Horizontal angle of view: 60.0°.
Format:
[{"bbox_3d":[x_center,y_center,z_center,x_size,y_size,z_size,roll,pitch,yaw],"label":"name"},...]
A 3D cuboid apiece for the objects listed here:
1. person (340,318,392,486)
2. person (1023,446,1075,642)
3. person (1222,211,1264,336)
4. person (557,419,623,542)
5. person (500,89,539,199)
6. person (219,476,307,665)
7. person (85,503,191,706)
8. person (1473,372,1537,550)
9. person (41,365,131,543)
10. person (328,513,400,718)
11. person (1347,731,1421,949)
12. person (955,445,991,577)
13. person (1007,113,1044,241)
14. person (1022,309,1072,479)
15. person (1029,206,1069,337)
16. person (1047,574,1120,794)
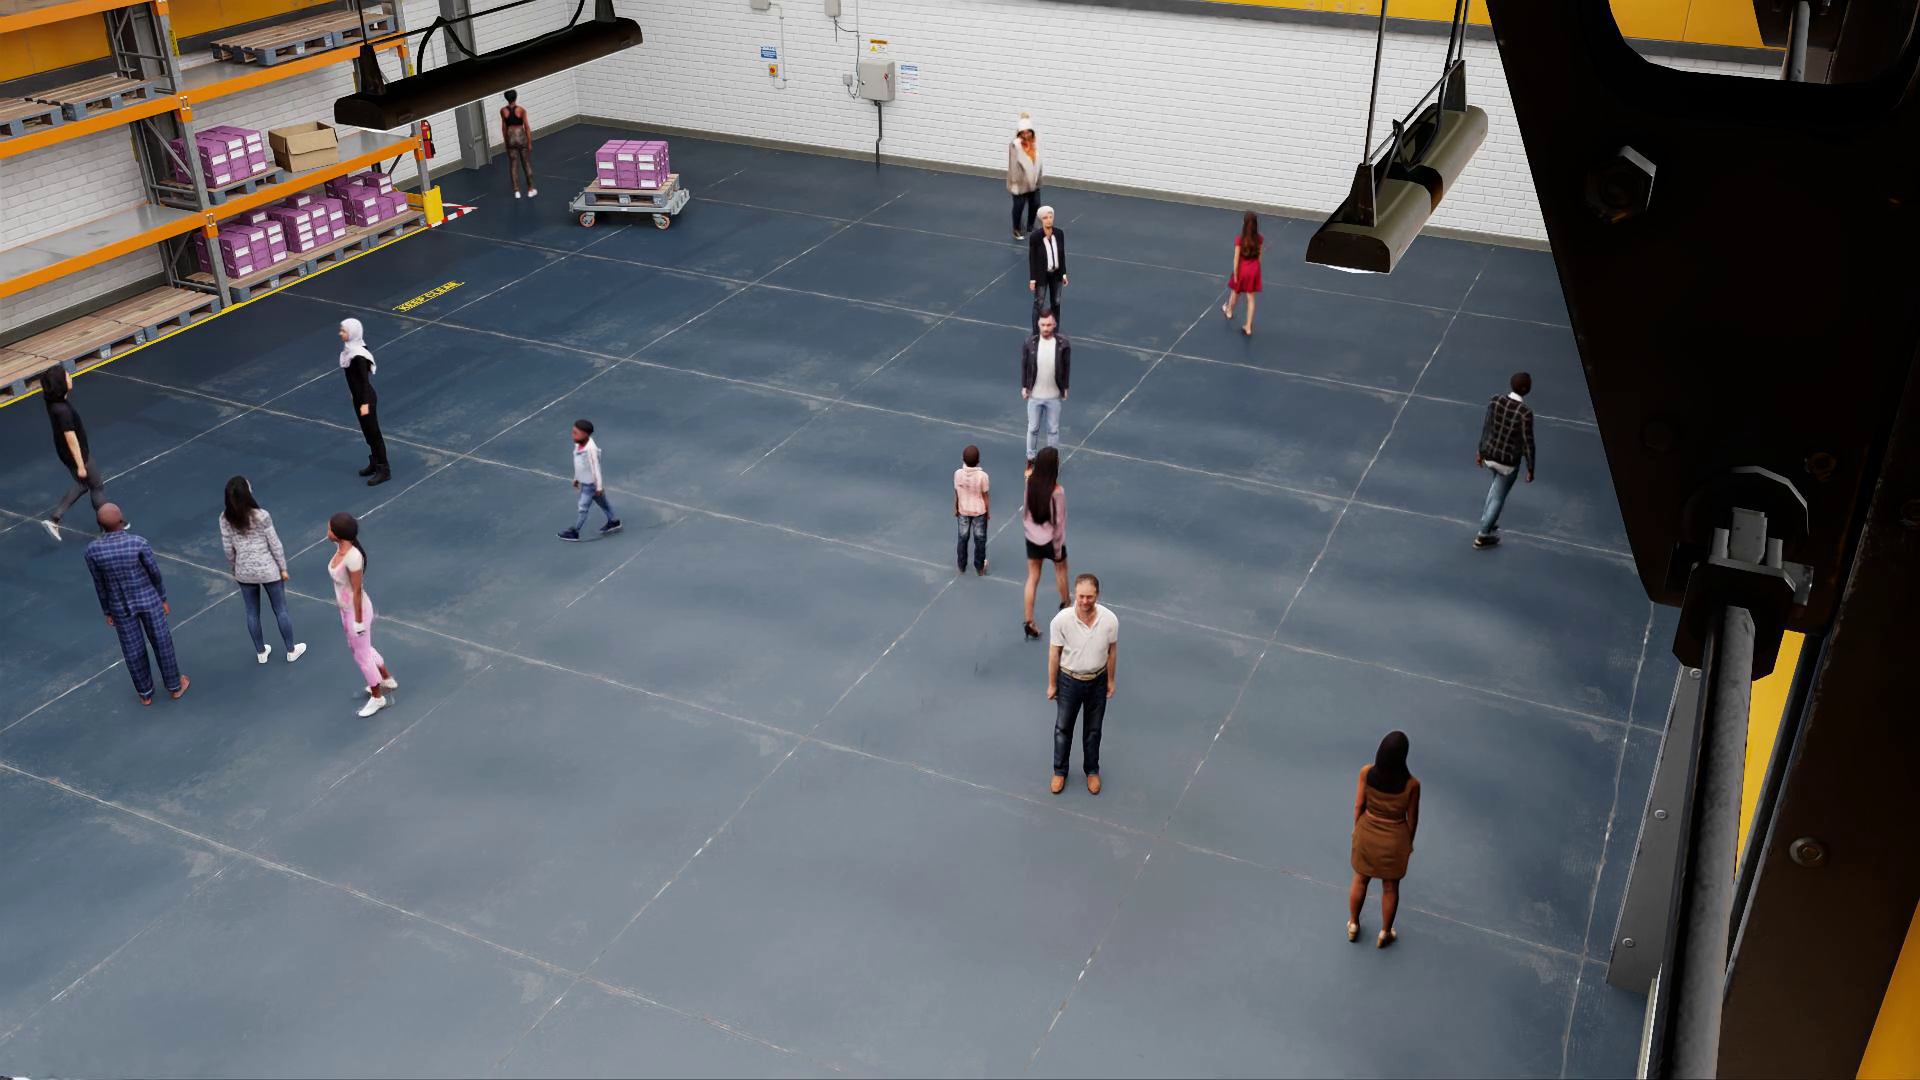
[{"bbox_3d":[-6.127,-1.441,17.110,0.700,1.780,0.684,-17,33,-29],"label":"person"},{"bbox_3d":[0.666,0.071,14.336,0.810,1.783,1.009,22,36,35],"label":"person"},{"bbox_3d":[3.621,-3.315,20.824,0.882,1.514,1.087,-3,29,-5],"label":"person"},{"bbox_3d":[-3.528,-0.592,16.135,0.926,1.225,0.803,-14,32,-25],"label":"person"},{"bbox_3d":[-6.902,-6.192,25.904,0.658,1.699,0.674,-3,29,-6],"label":"person"},{"bbox_3d":[-5.940,0.254,14.054,0.687,1.732,0.679,-1,29,-1],"label":"person"},{"bbox_3d":[-6.692,0.508,13.495,0.755,1.820,0.823,-11,30,-19],"label":"person"},{"bbox_3d":[5.079,-0.732,15.782,0.890,1.807,0.861,-17,33,-28],"label":"person"},{"bbox_3d":[-8.545,-0.797,15.898,1.069,1.811,0.866,-23,36,-36],"label":"person"},{"bbox_3d":[-4.856,0.583,13.447,0.779,1.735,0.735,-19,34,-31],"label":"person"},{"bbox_3d":[2.778,1.971,10.949,0.552,1.690,0.497,12,31,21],"label":"person"},{"bbox_3d":[0.110,-0.280,15.477,0.514,1.306,0.515,8,30,15],"label":"person"},{"bbox_3d":[0.924,-5.252,24.003,0.863,1.870,0.938,-24,37,-36],"label":"person"},{"bbox_3d":[0.879,-1.527,17.210,0.727,1.835,0.691,1,29,1],"label":"person"},{"bbox_3d":[1.098,-3.174,20.060,0.835,1.783,0.804,-10,30,-17],"label":"person"},{"bbox_3d":[0.920,1.044,12.476,0.748,1.856,0.723,0,29,1],"label":"person"}]
